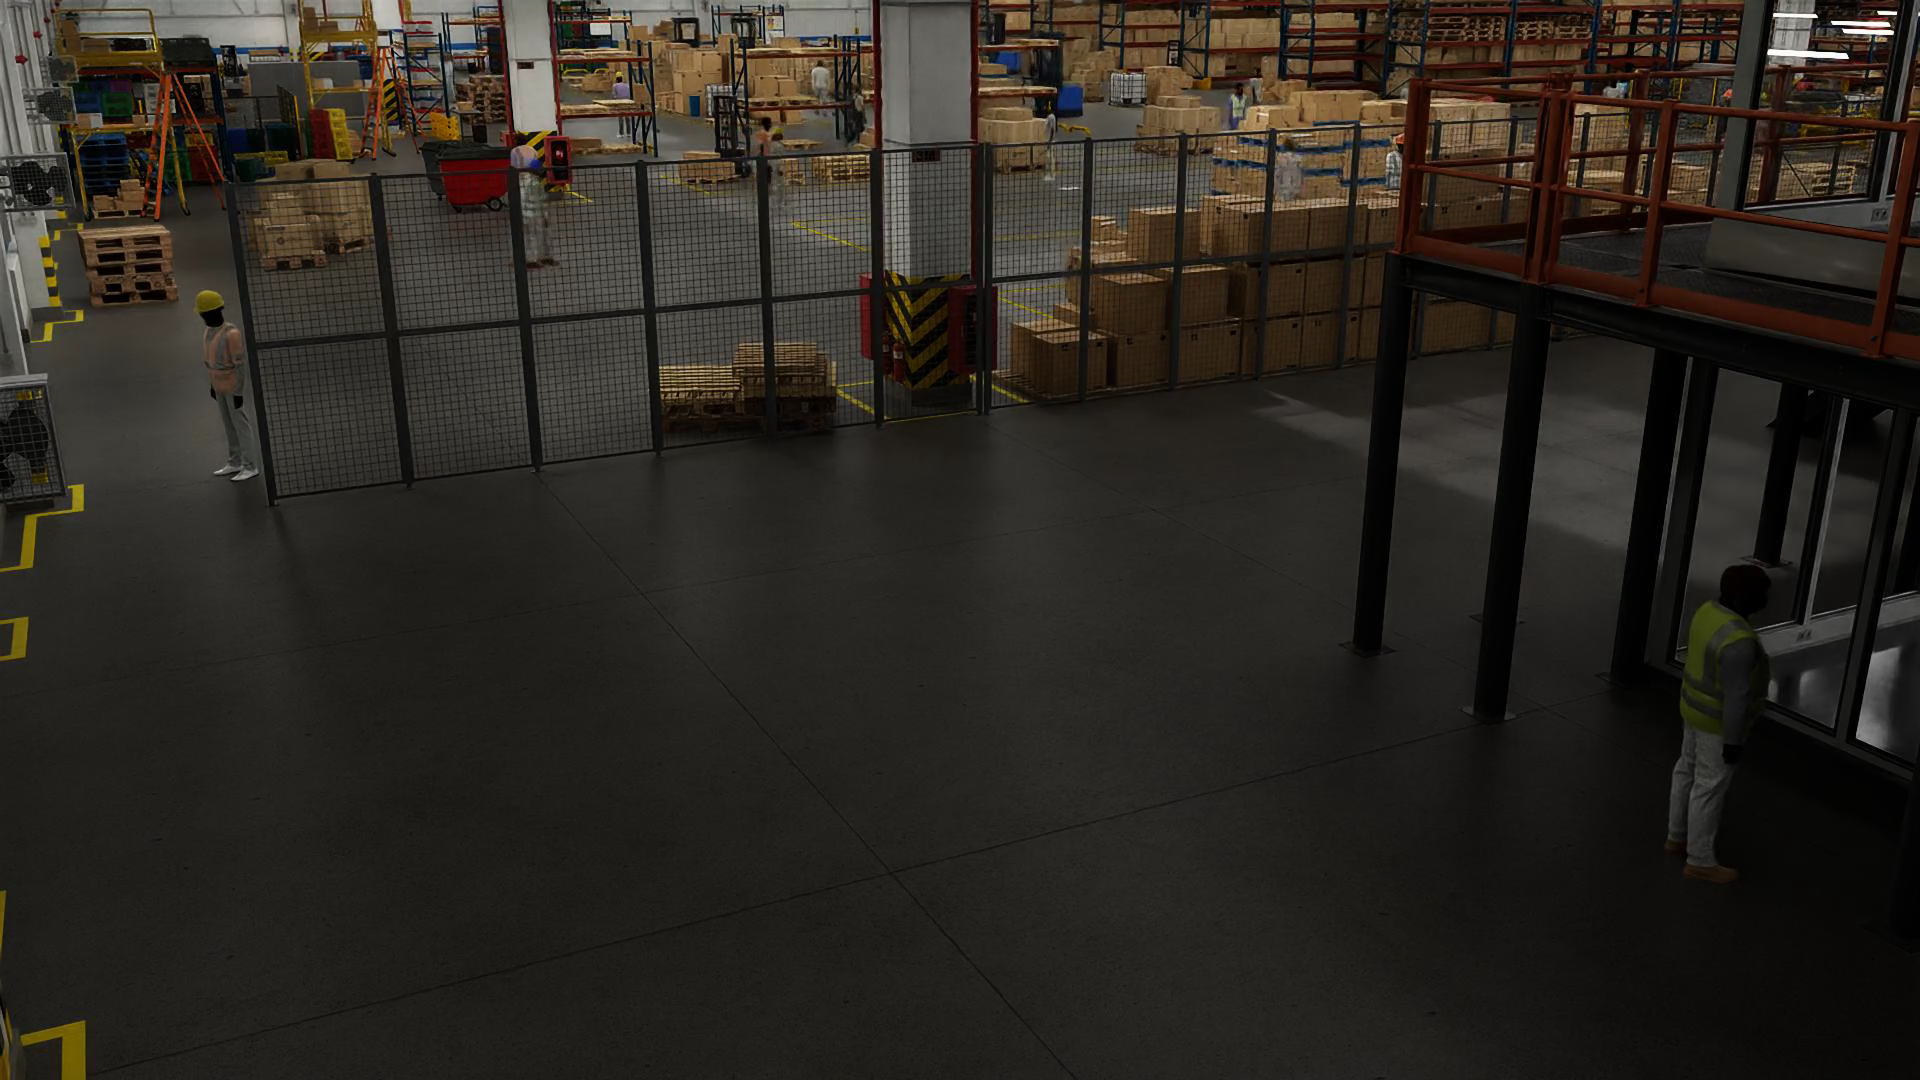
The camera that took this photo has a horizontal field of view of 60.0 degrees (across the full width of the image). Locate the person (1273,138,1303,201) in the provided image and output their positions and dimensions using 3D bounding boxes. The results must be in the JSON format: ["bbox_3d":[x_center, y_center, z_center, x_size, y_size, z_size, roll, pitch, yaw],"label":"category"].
[{"bbox_3d":[6.139,-6.539,31.078,0.631,1.919,0.797,-12,22,-30],"label":"person"}]

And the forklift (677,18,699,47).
[{"bbox_3d":[-11.715,-21.162,72.015,1.129,2.768,1.873,-6,20,-16],"label":"forklift"}]

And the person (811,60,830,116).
[{"bbox_3d":[-4.798,-15.594,57.443,0.644,1.865,1.105,-4,20,-12],"label":"person"}]

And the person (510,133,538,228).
[{"bbox_3d":[-8.604,-7.098,32.836,0.430,1.837,0.632,13,23,34],"label":"person"}]

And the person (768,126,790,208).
[{"bbox_3d":[-3.911,-7.875,35.224,0.519,1.728,0.490,-6,20,-17],"label":"person"}]

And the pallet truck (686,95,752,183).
[{"bbox_3d":[-5.836,-9.608,39.856,0.823,1.965,1.885,10,22,27],"label":"pallet truck"}]

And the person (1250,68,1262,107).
[{"bbox_3d":[9.591,-14.214,53.465,0.947,1.818,0.562,17,25,41],"label":"person"}]

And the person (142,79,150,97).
[{"bbox_3d":[-25.070,-13.435,51.503,0.515,1.634,0.314,9,21,25],"label":"person"}]

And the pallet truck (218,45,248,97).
[{"bbox_3d":[-28.879,-18.665,66.111,0.823,1.965,1.885,-3,19,-9],"label":"pallet truck"}]

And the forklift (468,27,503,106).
[{"bbox_3d":[-17.087,-17.398,61.104,1.873,2.768,1.129,-9,21,-25],"label":"forklift"}]

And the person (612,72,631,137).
[{"bbox_3d":[-10.215,-13.140,50.216,0.585,1.917,0.381,-15,24,-37],"label":"person"}]

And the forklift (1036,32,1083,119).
[{"bbox_3d":[3.153,-15.708,56.205,1.873,2.768,1.129,-9,21,-25],"label":"forklift"}]

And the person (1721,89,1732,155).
[{"bbox_3d":[19.346,-10.348,42.003,0.380,1.996,0.608,12,22,31],"label":"person"}]

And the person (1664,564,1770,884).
[{"bbox_3d":[4.258,1.005,9.325,0.430,1.845,0.624,2,19,5],"label":"person"}]

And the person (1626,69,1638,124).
[{"bbox_3d":[22.136,-14.555,54.563,0.371,1.755,0.525,4,19,10],"label":"person"}]

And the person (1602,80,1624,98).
[{"bbox_3d":[18.970,-12.546,48.440,0.615,1.956,0.376,11,22,30],"label":"person"}]

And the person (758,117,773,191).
[{"bbox_3d":[-4.401,-8.823,38.032,0.370,1.686,0.550,8,20,21],"label":"person"}]

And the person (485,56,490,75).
[{"bbox_3d":[-18.456,-18.470,65.635,0.545,1.938,0.360,-12,22,-31],"label":"person"}]

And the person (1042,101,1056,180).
[{"bbox_3d":[2.156,-9.617,40.072,0.335,1.873,0.519,1,19,2],"label":"person"}]

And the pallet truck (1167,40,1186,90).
[{"bbox_3d":[9.045,-19.971,69.895,0.823,1.965,1.885,-3,19,-8],"label":"pallet truck"}]

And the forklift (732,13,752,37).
[{"bbox_3d":[-10.318,-23.659,79.254,1.129,2.768,1.873,-3,19,-8],"label":"forklift"}]

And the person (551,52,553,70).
[{"bbox_3d":[-17.417,-19.836,69.618,0.647,1.919,0.642,6,20,17],"label":"person"}]

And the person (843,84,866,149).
[{"bbox_3d":[-2.926,-11.879,46.741,0.814,1.807,0.517,-11,22,-28],"label":"person"}]

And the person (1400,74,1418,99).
[{"bbox_3d":[12.910,-12.310,47.622,0.712,2.000,0.536,1,19,2],"label":"person"}]

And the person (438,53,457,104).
[{"bbox_3d":[-19.321,-17.376,62.588,0.771,1.859,0.585,11,22,29],"label":"person"}]

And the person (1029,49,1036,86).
[{"bbox_3d":[3.208,-20.374,71.236,0.424,1.888,0.630,-17,26,-41],"label":"person"}]

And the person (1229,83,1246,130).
[{"bbox_3d":[7.655,-11.634,45.879,0.592,1.901,0.524,-10,21,-26],"label":"person"}]

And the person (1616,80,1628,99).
[{"bbox_3d":[21.454,-14.340,54.080,0.583,1.670,0.542,-15,24,-37],"label":"person"}]

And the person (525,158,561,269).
[{"bbox_3d":[-7.113,-5.528,28.196,0.653,1.884,0.682,-3,19,-9],"label":"person"}]

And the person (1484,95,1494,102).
[{"bbox_3d":[12.968,-10.050,41.252,0.559,1.922,0.647,-8,21,-23],"label":"person"}]

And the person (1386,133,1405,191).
[{"bbox_3d":[8.335,-6.744,31.641,0.542,1.939,0.364,-9,21,-24],"label":"person"}]

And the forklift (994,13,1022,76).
[{"bbox_3d":[1.912,-23.445,78.631,1.873,2.768,1.129,6,20,17],"label":"forklift"}]

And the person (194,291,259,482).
[{"bbox_3d":[-7.324,-1.538,16.584,0.585,1.917,0.381,16,25,38],"label":"person"}]
